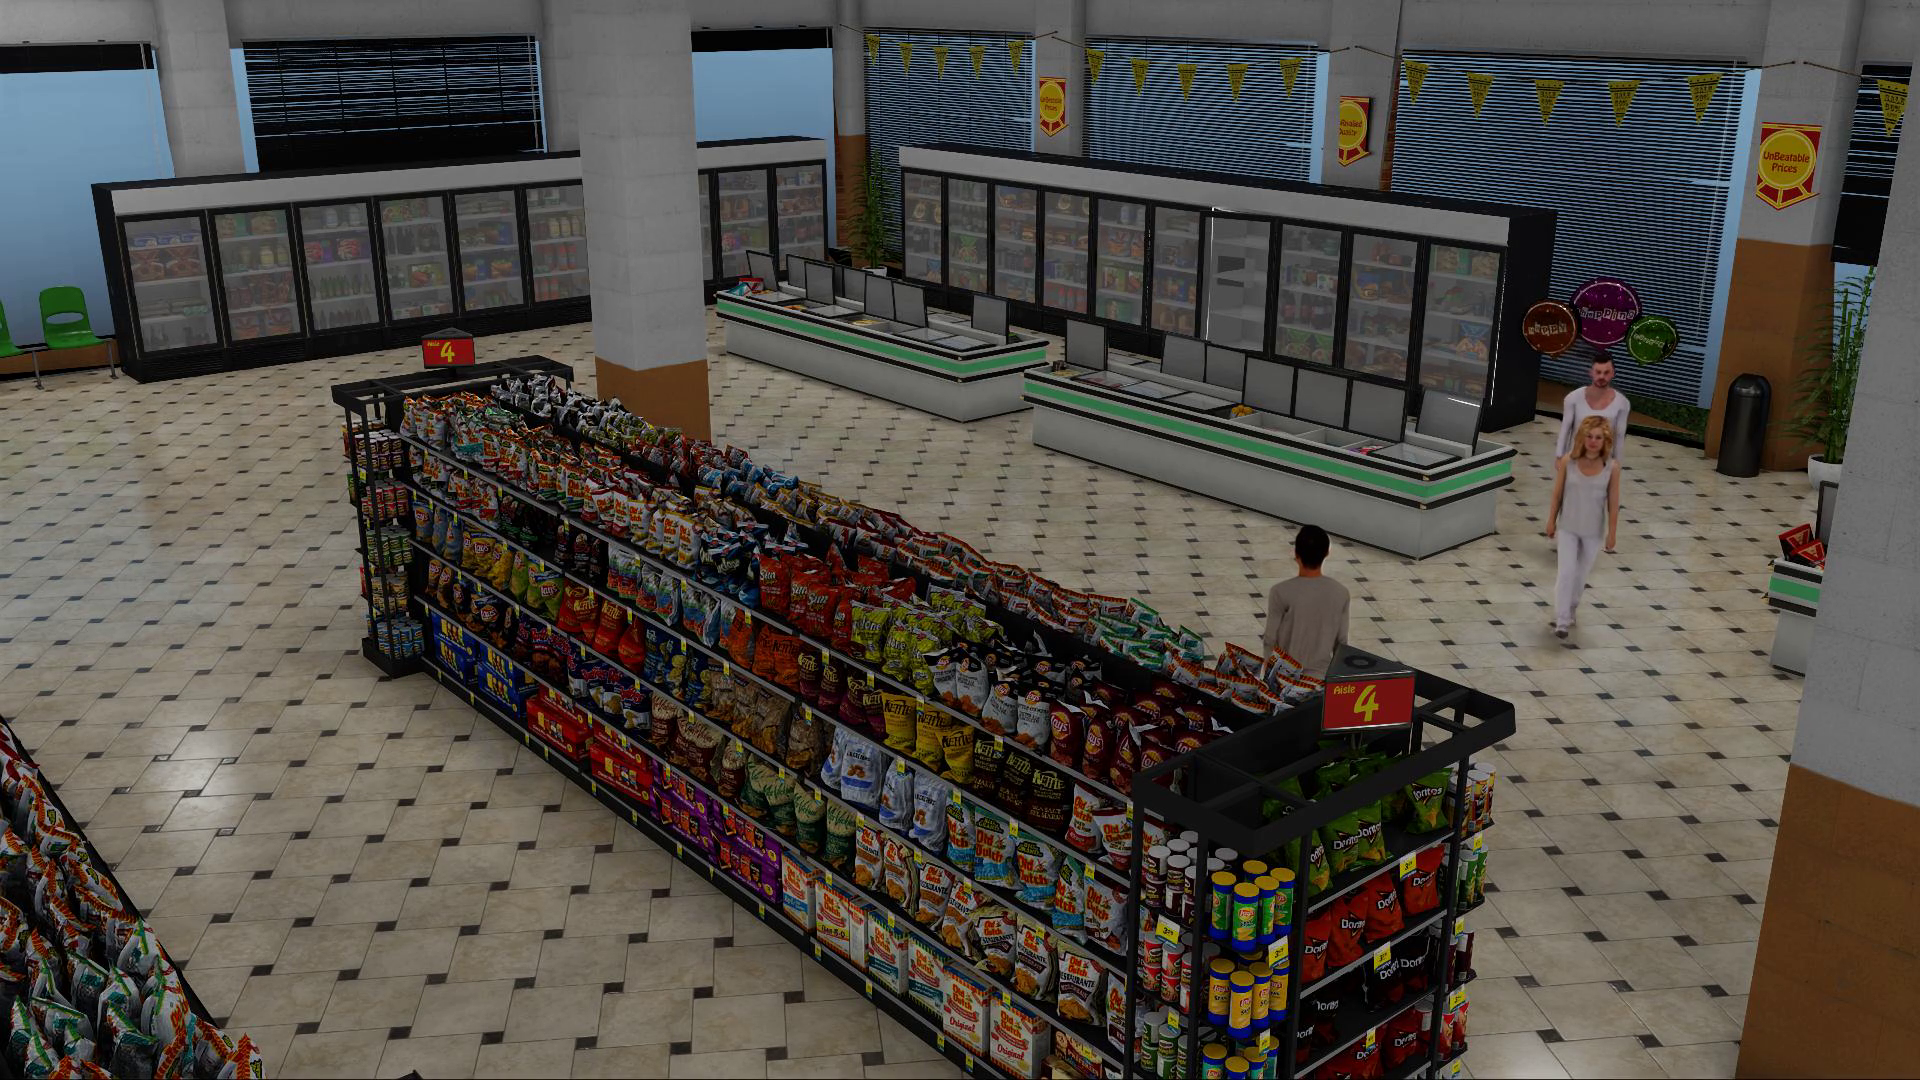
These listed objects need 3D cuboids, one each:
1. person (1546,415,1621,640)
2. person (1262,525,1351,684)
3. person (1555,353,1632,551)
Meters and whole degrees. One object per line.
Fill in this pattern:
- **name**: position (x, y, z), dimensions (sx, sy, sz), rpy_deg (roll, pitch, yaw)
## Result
- **person**: position (4.592, -0.115, 12.265), dimensions (1.068, 1.633, 1.026), rpy_deg (6, 20, 17)
- **person**: position (1.914, 0.794, 9.294), dimensions (0.705, 1.809, 0.704), rpy_deg (-3, 19, -9)
- **person**: position (5.096, -0.642, 13.527), dimensions (0.978, 1.825, 0.984), rpy_deg (7, 20, 19)
